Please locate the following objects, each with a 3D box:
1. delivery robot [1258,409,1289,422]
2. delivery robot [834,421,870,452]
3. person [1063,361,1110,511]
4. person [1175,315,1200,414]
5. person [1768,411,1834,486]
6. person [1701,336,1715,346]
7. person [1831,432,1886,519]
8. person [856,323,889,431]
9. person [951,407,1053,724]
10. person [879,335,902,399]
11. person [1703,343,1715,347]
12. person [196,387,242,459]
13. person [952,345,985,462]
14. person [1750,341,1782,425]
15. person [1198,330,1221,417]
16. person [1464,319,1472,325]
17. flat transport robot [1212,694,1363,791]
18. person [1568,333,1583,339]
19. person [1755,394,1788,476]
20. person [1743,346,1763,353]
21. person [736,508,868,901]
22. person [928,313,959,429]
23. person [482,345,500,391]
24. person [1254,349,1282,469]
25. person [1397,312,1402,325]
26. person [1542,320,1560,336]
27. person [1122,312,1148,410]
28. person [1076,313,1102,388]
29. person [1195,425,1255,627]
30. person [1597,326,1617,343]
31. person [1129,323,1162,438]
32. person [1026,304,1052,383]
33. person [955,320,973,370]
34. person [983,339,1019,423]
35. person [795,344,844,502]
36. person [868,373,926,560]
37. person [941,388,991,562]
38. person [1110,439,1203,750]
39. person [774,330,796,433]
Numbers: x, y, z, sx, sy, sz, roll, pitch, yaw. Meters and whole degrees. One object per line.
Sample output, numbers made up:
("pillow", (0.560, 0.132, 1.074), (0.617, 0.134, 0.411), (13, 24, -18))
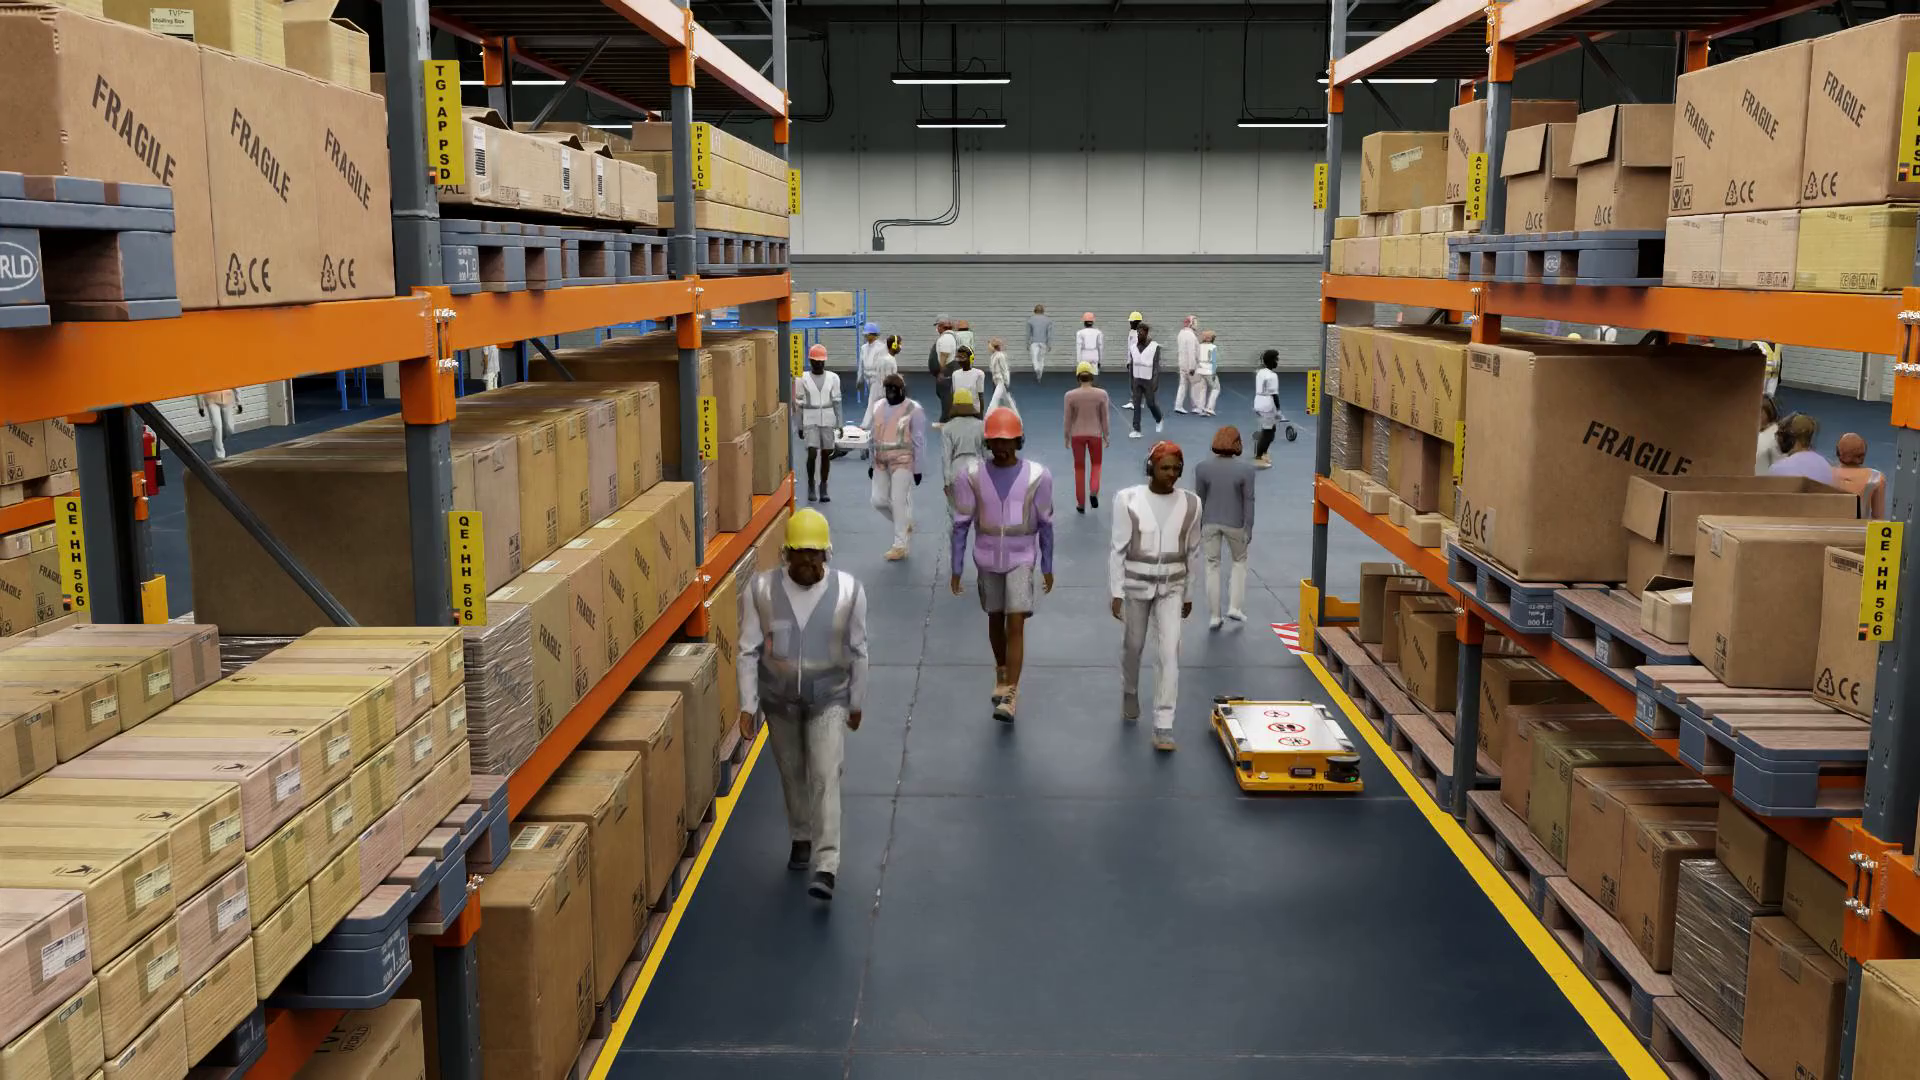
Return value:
("delivery robot", (5.149, -2.076, 27.295), (0.335, 0.223, 0.698), (-4, 10, -20))
("delivery robot", (-1.638, -1.523, 24.756), (0.707, 0.478, 0.477), (3, 10, 16))
("person", (1.476, -1.217, 19.492), (0.553, 1.754, 0.369), (0, 9, 0))
("person", (4.418, -3.363, 31.939), (0.571, 1.893, 0.671), (-2, 10, -15))
("person", (5.588, 0.108, 11.056), (0.649, 1.917, 0.620), (-7, 12, -35))
("person", (11.611, -2.360, 26.012), (0.449, 1.869, 0.586), (-3, 10, -18))
("person", (6.660, 0.007, 12.523), (0.512, 1.627, 0.418), (5, 11, 27))
("person", (-1.480, -2.679, 27.851), (1.026, 1.888, 0.637), (-8, 12, -40))
("person", (0.266, 0.140, 10.681), (0.638, 1.981, 1.071), (2, 10, 10))
("person", (-0.985, -2.113, 24.609), (0.531, 1.843, 0.504), (-2, 10, -9))
("person", (9.815, -1.662, 21.899), (0.572, 1.838, 0.376), (0, 9, 2))
("person", (-10.602, -1.997, 23.722), (0.591, 1.901, 0.716), (-9, 13, -43))
("person", (0.089, -1.542, 21.137), (0.500, 1.862, 0.331), (6, 11, 33))
("person", (14.232, -2.904, 29.376), (0.628, 1.838, 0.429), (-3, 10, -15))
("person", (4.694, -3.135, 31.362), (0.418, 1.624, 0.528), (-6, 11, -33))
("person", (9.258, -3.069, 30.209), (0.614, 1.887, 1.031), (-1, 10, -5))
("flat transport robot", (1.889, 1.170, 9.753), (0.652, 0.197, 1.431), (0, 9, 2))
("person", (9.948, -2.464, 26.959), (0.528, 1.757, 0.341), (-9, 13, -44))
("person", (6.335, -0.240, 13.304), (1.016, 1.868, 0.691), (1, 10, 7))
("person", (8.980, -1.236, 19.012), (0.668, 1.959, 0.410), (-8, 12, -38))
("person", (-0.731, 0.742, 7.678), (0.597, 1.774, 0.947), (0, 9, 1))
("person", (-0.266, -2.967, 29.245), (0.593, 2.000, 0.696), (0, 9, 2))
("person", (-8.439, -2.998, 29.851), (0.318, 1.864, 0.516), (1, 10, 8))
("person", (4.376, -1.849, 23.501), (0.500, 1.676, 0.551), (-2, 10, -11))
("person", (8.384, -3.332, 31.467), (0.652, 1.983, 0.598), (8, 12, 38))
("person", (14.946, -5.039, 42.023), (0.444, 1.876, 0.692), (1, 10, 4))
("person", (3.490, -3.562, 33.021), (0.366, 1.927, 0.585), (-5, 11, -26))
("person", (2.613, -3.672, 33.808), (0.564, 1.884, 1.019), (-2, 10, -12))
("person", (2.121, -0.116, 13.313), (0.501, 1.619, 0.428), (4, 10, 21))
("person", (13.845, -3.956, 35.764), (0.832, 1.818, 0.534), (-5, 11, -28))
("person", (3.102, -2.676, 27.784), (0.603, 1.900, 0.729), (7, 12, 36))
("person", (1.922, -4.762, 40.280), (0.627, 1.918, 0.767), (-1, 10, -5))
("person", (0.085, -4.089, 37.060), (0.501, 1.631, 0.285), (-8, 12, -39))
("person", (0.672, -2.719, 29.046), (0.920, 1.568, 0.528), (-2, 10, -13))
("person", (-1.697, -1.409, 20.170), (0.556, 1.919, 0.527), (-3, 10, -16))
("person", (-0.611, -0.740, 16.415), (0.645, 1.826, 0.510), (7, 12, 36))
("person", (0.086, -0.586, 15.842), (0.498, 1.710, 0.788), (-2, 10, -14))
("person", (1.186, 0.286, 10.243), (0.581, 1.848, 0.961), (-1, 9, -3))
("person", (-2.559, -1.912, 22.962), (0.637, 1.983, 0.542), (-6, 11, -32))
